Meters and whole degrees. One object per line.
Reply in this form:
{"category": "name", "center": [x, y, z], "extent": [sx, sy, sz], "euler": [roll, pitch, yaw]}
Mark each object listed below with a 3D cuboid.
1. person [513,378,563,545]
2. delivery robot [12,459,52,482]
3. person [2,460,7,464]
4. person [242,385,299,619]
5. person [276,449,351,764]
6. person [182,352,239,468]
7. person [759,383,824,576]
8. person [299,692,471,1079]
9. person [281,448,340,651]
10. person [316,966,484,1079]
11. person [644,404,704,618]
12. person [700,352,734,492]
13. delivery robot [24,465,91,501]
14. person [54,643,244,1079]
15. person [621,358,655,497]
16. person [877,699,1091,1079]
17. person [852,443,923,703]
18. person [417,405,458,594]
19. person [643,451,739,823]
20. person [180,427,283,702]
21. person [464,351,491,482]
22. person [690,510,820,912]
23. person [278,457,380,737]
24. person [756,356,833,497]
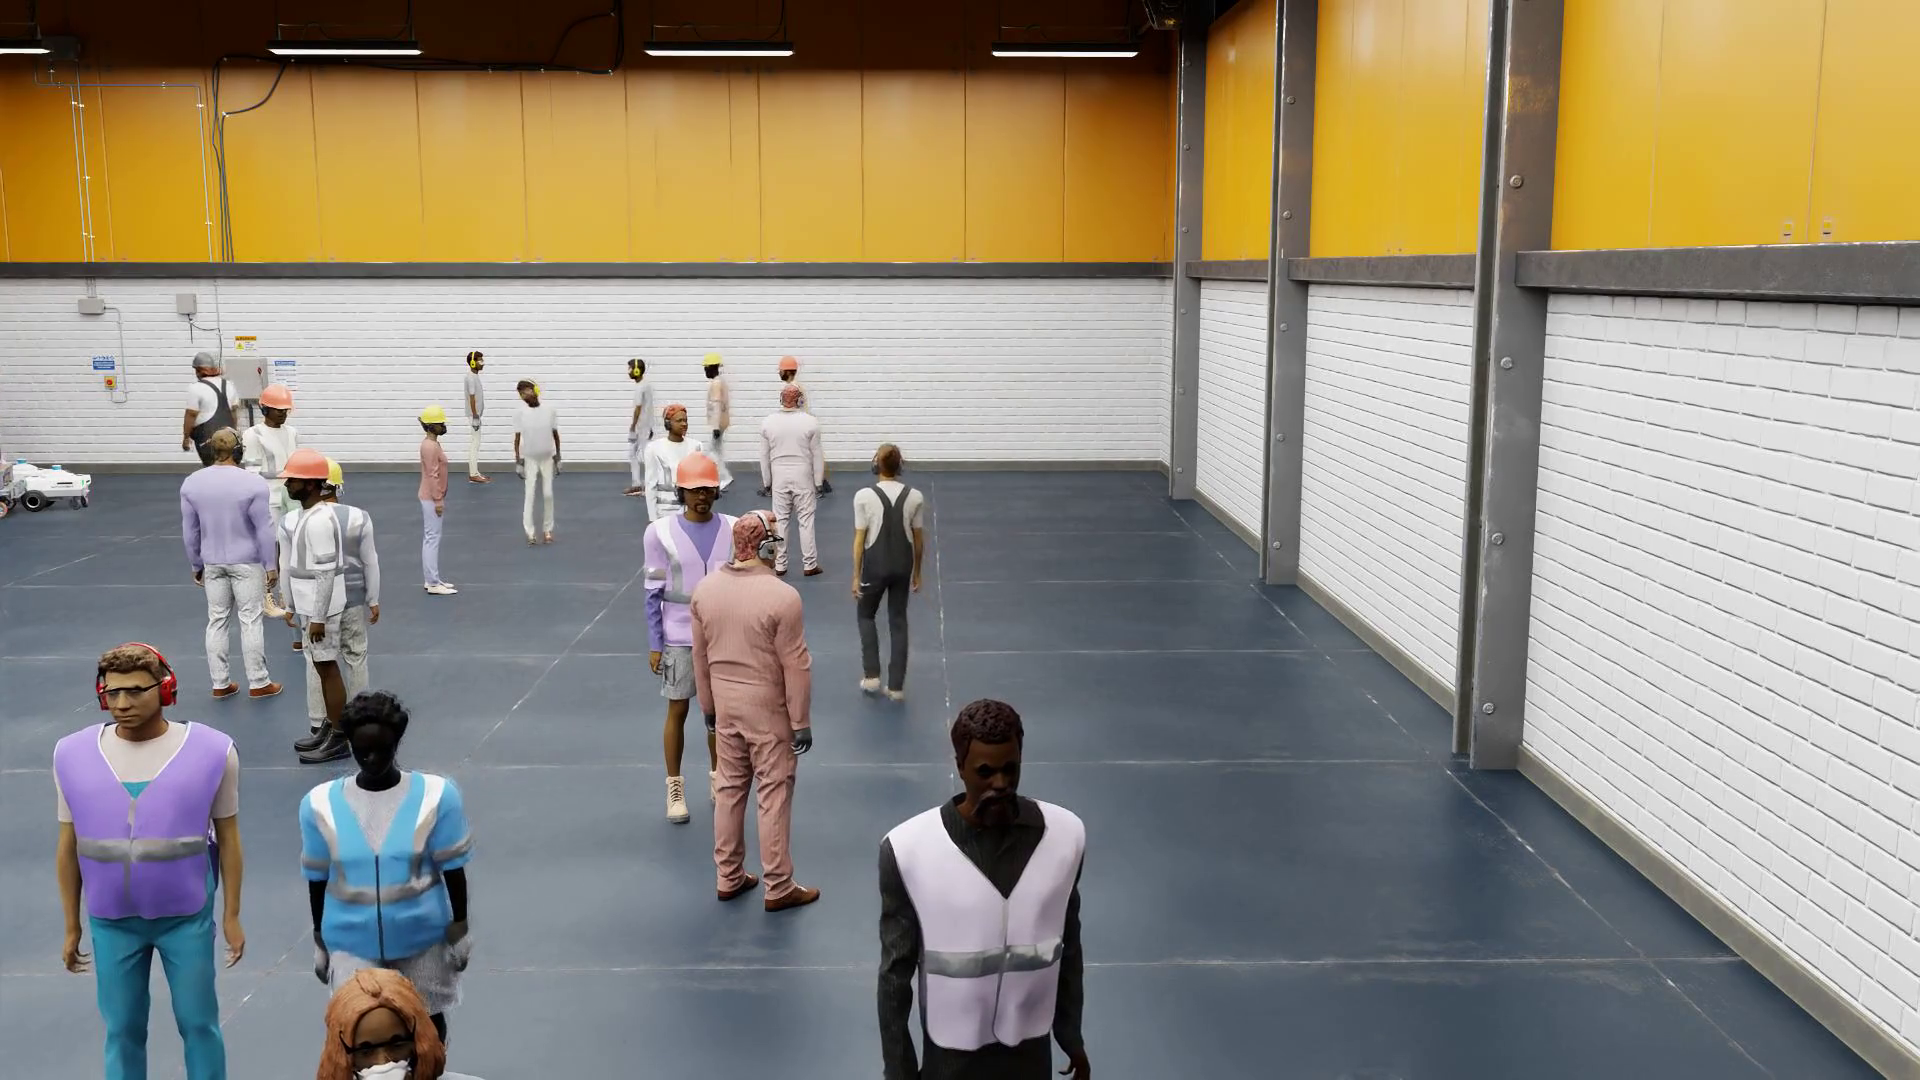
{"category": "person", "center": [-4.650, -0.863, 18.392], "extent": [0.525, 1.830, 0.484], "euler": [-3, 10, -20]}
{"category": "delivery robot", "center": [-12.220, -0.818, 21.699], "extent": [0.707, 0.478, 0.477], "euler": [2, 9, 10]}
{"category": "person", "center": [-13.597, -1.628, 23.195], "extent": [0.790, 1.809, 0.678], "euler": [-2, 9, -11]}
{"category": "person", "center": [-5.935, -0.337, 14.512], "extent": [0.383, 2.036, 0.605], "euler": [3, 10, 18]}
{"category": "person", "center": [-3.977, 0.402, 10.264], "extent": [0.353, 1.942, 0.545], "euler": [-4, 10, -25]}
{"category": "person", "center": [-9.433, -1.347, 20.684], "extent": [0.957, 2.000, 0.702], "euler": [3, 10, 18]}
{"category": "person", "center": [-1.642, -0.589, 16.447], "extent": [0.638, 1.909, 0.407], "euler": [1, 9, 9]}
{"category": "person", "center": [-1.906, 1.301, 5.584], "extent": [0.537, 1.675, 0.720], "euler": [-2, 10, -13]}
{"category": "person", "center": [-5.148, 0.087, 13.137], "extent": [0.498, 1.633, 0.284], "euler": [7, 12, 37]}
{"category": "person", "center": [-1.174, 1.666, 3.453], "extent": [0.500, 1.633, 0.284], "euler": [-5, 11, -30]}
{"category": "person", "center": [-2.428, -0.226, 14.291], "extent": [0.578, 1.884, 0.353], "euler": [-8, 12, -42]}
{"category": "person", "center": [-3.313, -1.577, 22.471], "extent": [0.409, 1.913, 0.625], "euler": [-1, 9, -5]}
{"category": "delivery robot", "center": [-11.381, -0.702, 20.987], "extent": [0.707, 0.478, 0.477], "euler": [-2, 9, -13]}
{"category": "person", "center": [-2.643, 1.232, 5.470], "extent": [0.563, 1.844, 0.389], "euler": [-2, 9, -13]}
{"category": "person", "center": [-4.319, -1.477, 22.069], "extent": [0.673, 1.843, 0.565], "euler": [0, 9, -3]}
{"category": "person", "center": [0.065, 1.355, 4.493], "extent": [0.600, 1.917, 0.377], "euler": [-4, 10, -22]}
{"category": "person", "center": [-0.533, 0.219, 11.750], "extent": [0.539, 1.819, 0.614], "euler": [-3, 10, -18]}
{"category": "person", "center": [-4.906, -0.377, 15.574], "extent": [0.320, 1.769, 0.523], "euler": [-3, 10, -20]}
{"category": "person", "center": [-1.425, 0.529, 9.172], "extent": [0.605, 2.045, 0.377], "euler": [-4, 10, -26]}
{"category": "person", "center": [-5.095, 0.175, 11.662], "extent": [0.636, 1.938, 0.355], "euler": [1, 9, 4]}
{"category": "person", "center": [-6.888, -1.753, 23.710], "extent": [0.312, 1.864, 0.536], "euler": [-2, 10, -14]}
{"category": "person", "center": [-0.953, 0.803, 7.910], "extent": [0.653, 1.906, 0.405], "euler": [6, 11, 32]}
{"category": "person", "center": [-4.057, 0.379, 10.738], "extent": [0.600, 1.829, 0.404], "euler": [-3, 10, -17]}
{"category": "person", "center": [-2.167, -1.488, 22.036], "extent": [1.013, 1.894, 0.555], "euler": [0, 9, -1]}
